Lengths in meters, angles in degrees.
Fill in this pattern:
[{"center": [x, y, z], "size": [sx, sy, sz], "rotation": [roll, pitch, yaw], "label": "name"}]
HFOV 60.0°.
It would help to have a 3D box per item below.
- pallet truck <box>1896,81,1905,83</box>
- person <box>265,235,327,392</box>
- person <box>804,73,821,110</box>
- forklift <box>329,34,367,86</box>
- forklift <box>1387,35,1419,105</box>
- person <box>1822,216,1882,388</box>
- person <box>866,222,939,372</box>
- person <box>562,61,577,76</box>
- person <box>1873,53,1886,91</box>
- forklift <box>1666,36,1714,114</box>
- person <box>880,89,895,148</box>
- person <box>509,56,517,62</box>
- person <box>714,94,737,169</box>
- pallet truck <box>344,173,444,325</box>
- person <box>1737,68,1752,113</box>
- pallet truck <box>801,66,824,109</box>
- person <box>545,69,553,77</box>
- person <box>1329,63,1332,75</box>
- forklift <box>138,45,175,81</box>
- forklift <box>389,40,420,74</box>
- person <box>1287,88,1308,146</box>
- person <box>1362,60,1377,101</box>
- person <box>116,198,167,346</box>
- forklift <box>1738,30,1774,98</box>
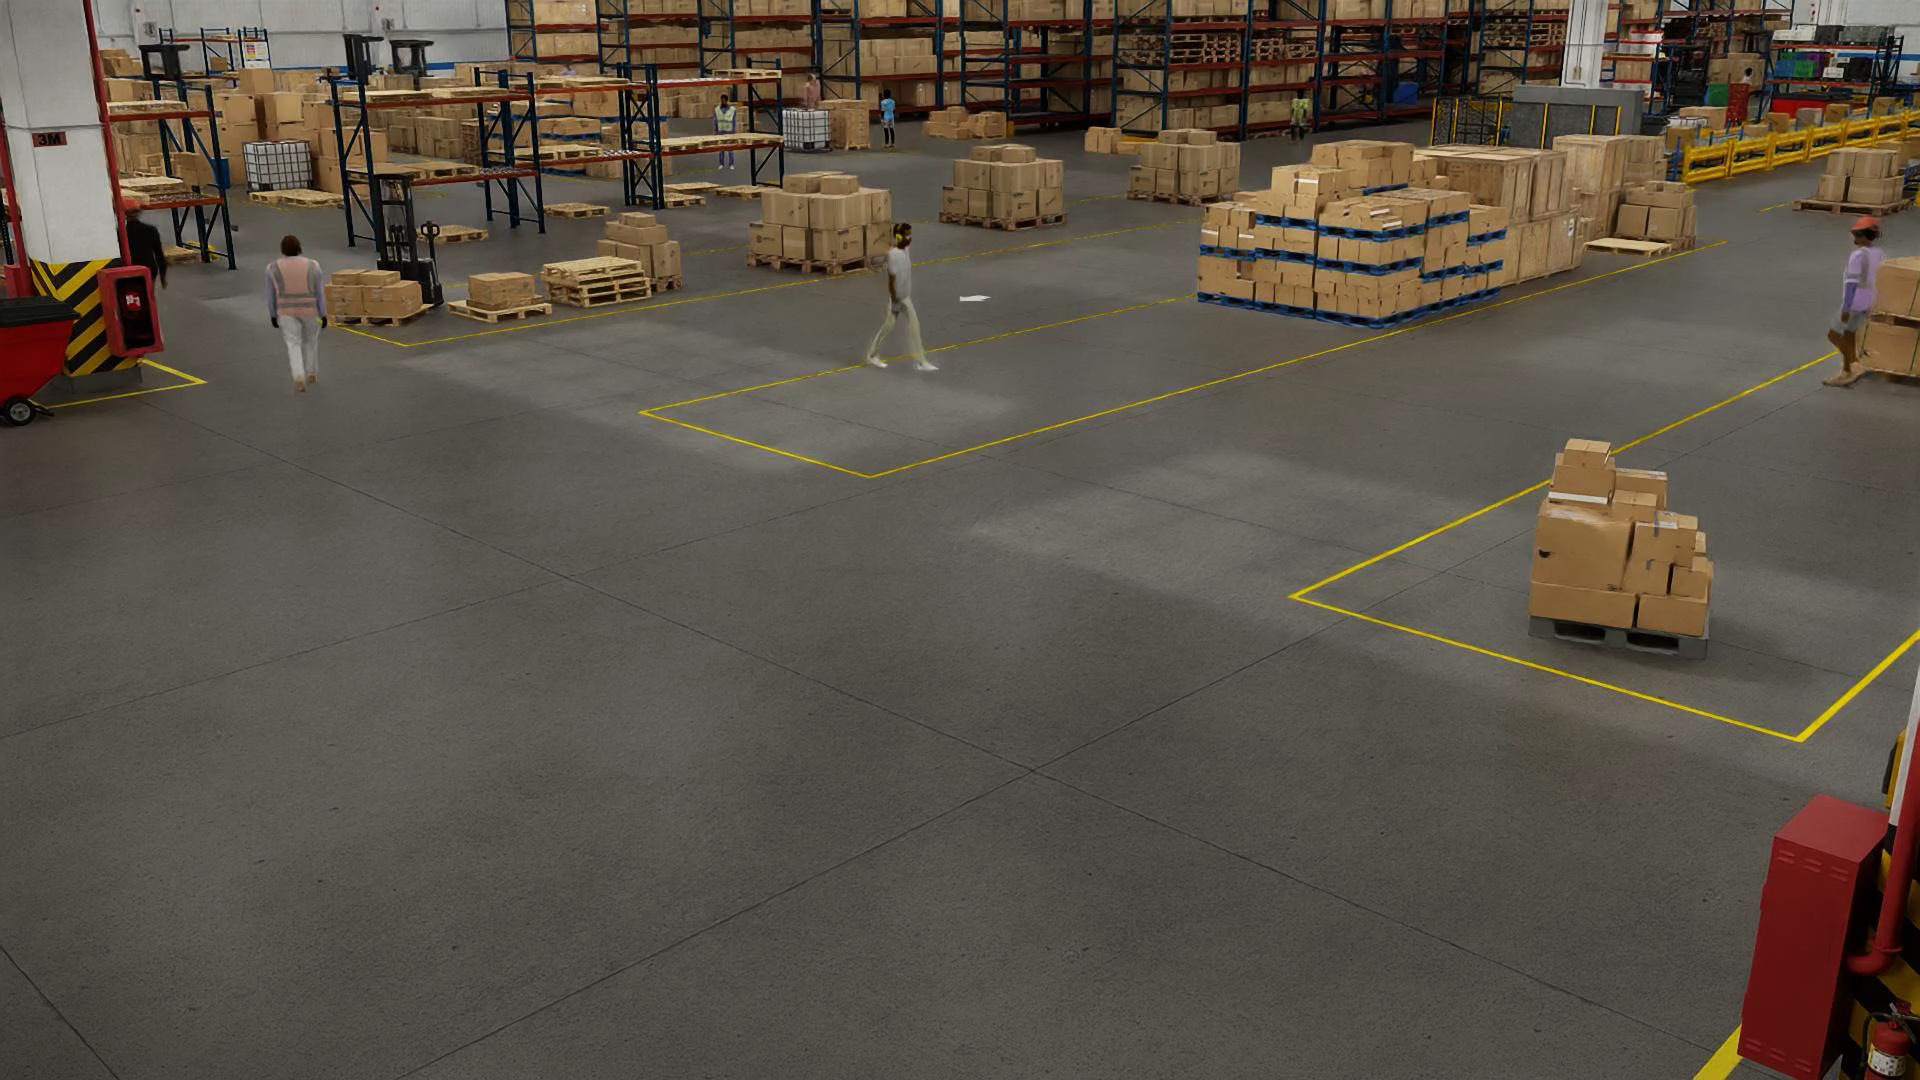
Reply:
[{"center": [34.802, -16.331, 61.455], "size": [0.653, 1.274, 1.630], "rotation": [17, 25, 41], "label": "pallet truck"}, {"center": [-7.759, -2.661, 19.493], "size": [0.634, 1.807, 0.940], "rotation": [-8, 20, -22], "label": "person"}, {"center": [-4.849, -14.335, 54.537], "size": [0.822, 1.883, 0.650], "rotation": [15, 23, 38], "label": "person"}, {"center": [-23.552, -18.268, 64.821], "size": [1.129, 2.768, 1.873], "rotation": [17, 25, 41], "label": "forklift"}, {"center": [16.414, -17.731, 63.204], "size": [1.873, 2.768, 1.129], "rotation": [-2, 19, -7], "label": "forklift"}, {"center": [10.494, -2.764, 19.476], "size": [0.640, 2.001, 0.500], "rotation": [-13, 23, -35], "label": "person"}, {"center": [-0.750, -2.987, 20.442], "size": [0.990, 1.831, 0.533], "rotation": [10, 21, 27], "label": "person"}, {"center": [-14.803, -17.193, 63.139], "size": [0.647, 1.893, 1.009], "rotation": [-14, 23, -36], "label": "person"}, {"center": [42.295, -21.452, 76.233], "size": [0.573, 1.719, 0.840], "rotation": [-2, 18, -7], "label": "person"}, {"center": [27.341, -17.291, 61.877], "size": [1.129, 2.768, 1.873], "rotation": [17, 25, 41], "label": "forklift"}, {"center": [-2.135, -12.434, 49.093], "size": [0.320, 1.697, 0.532], "rotation": [17, 25, 41], "label": "person"}, {"center": [-18.085, -18.495, 66.958], "size": [0.630, 1.958, 0.972], "rotation": [12, 22, 31], "label": "person"}, {"center": [-6.096, -10.620, 43.290], "size": [0.587, 1.913, 0.391], "rotation": [1, 18, 3], "label": "person"}, {"center": [-8.209, -4.181, 23.757], "size": [0.823, 1.965, 1.885], "rotation": [3, 19, 9], "label": "pallet truck"}, {"center": [29.619, -17.012, 62.921], "size": [0.578, 1.678, 0.548], "rotation": [13, 22, 34], "label": "person"}, {"center": [-4.812, -15.182, 56.903], "size": [0.823, 1.965, 1.885], "rotation": [-9, 21, -26], "label": "pallet truck"}, {"center": [-15.532, -17.070, 63.178], "size": [0.523, 1.617, 0.674], "rotation": [-2, 19, -7], "label": "person"}, {"center": [15.086, -18.399, 67.042], "size": [0.513, 1.711, 0.939], "rotation": [-16, 24, -40], "label": "person"}, {"center": [-25.348, -14.259, 52.741], "size": [1.129, 2.768, 1.873], "rotation": [3, 19, 10], "label": "forklift"}, {"center": [-19.254, -15.989, 57.955], "size": [1.873, 2.768, 1.129], "rotation": [17, 25, 41], "label": "forklift"}, {"center": [10.073, -12.624, 49.696], "size": [0.543, 1.669, 0.737], "rotation": [15, 23, 37], "label": "person"}, {"center": [15.961, -17.673, 64.635], "size": [0.677, 1.853, 0.985], "rotation": [-6, 19, -18], "label": "person"}, {"center": [-10.738, -3.497, 21.803], "size": [1.034, 1.949, 0.604], "rotation": [17, 25, 42], "label": "person"}, {"center": [34.442, -20.591, 71.818], "size": [1.129, 2.768, 1.873], "rotation": [17, 25, 41], "label": "forklift"}]
